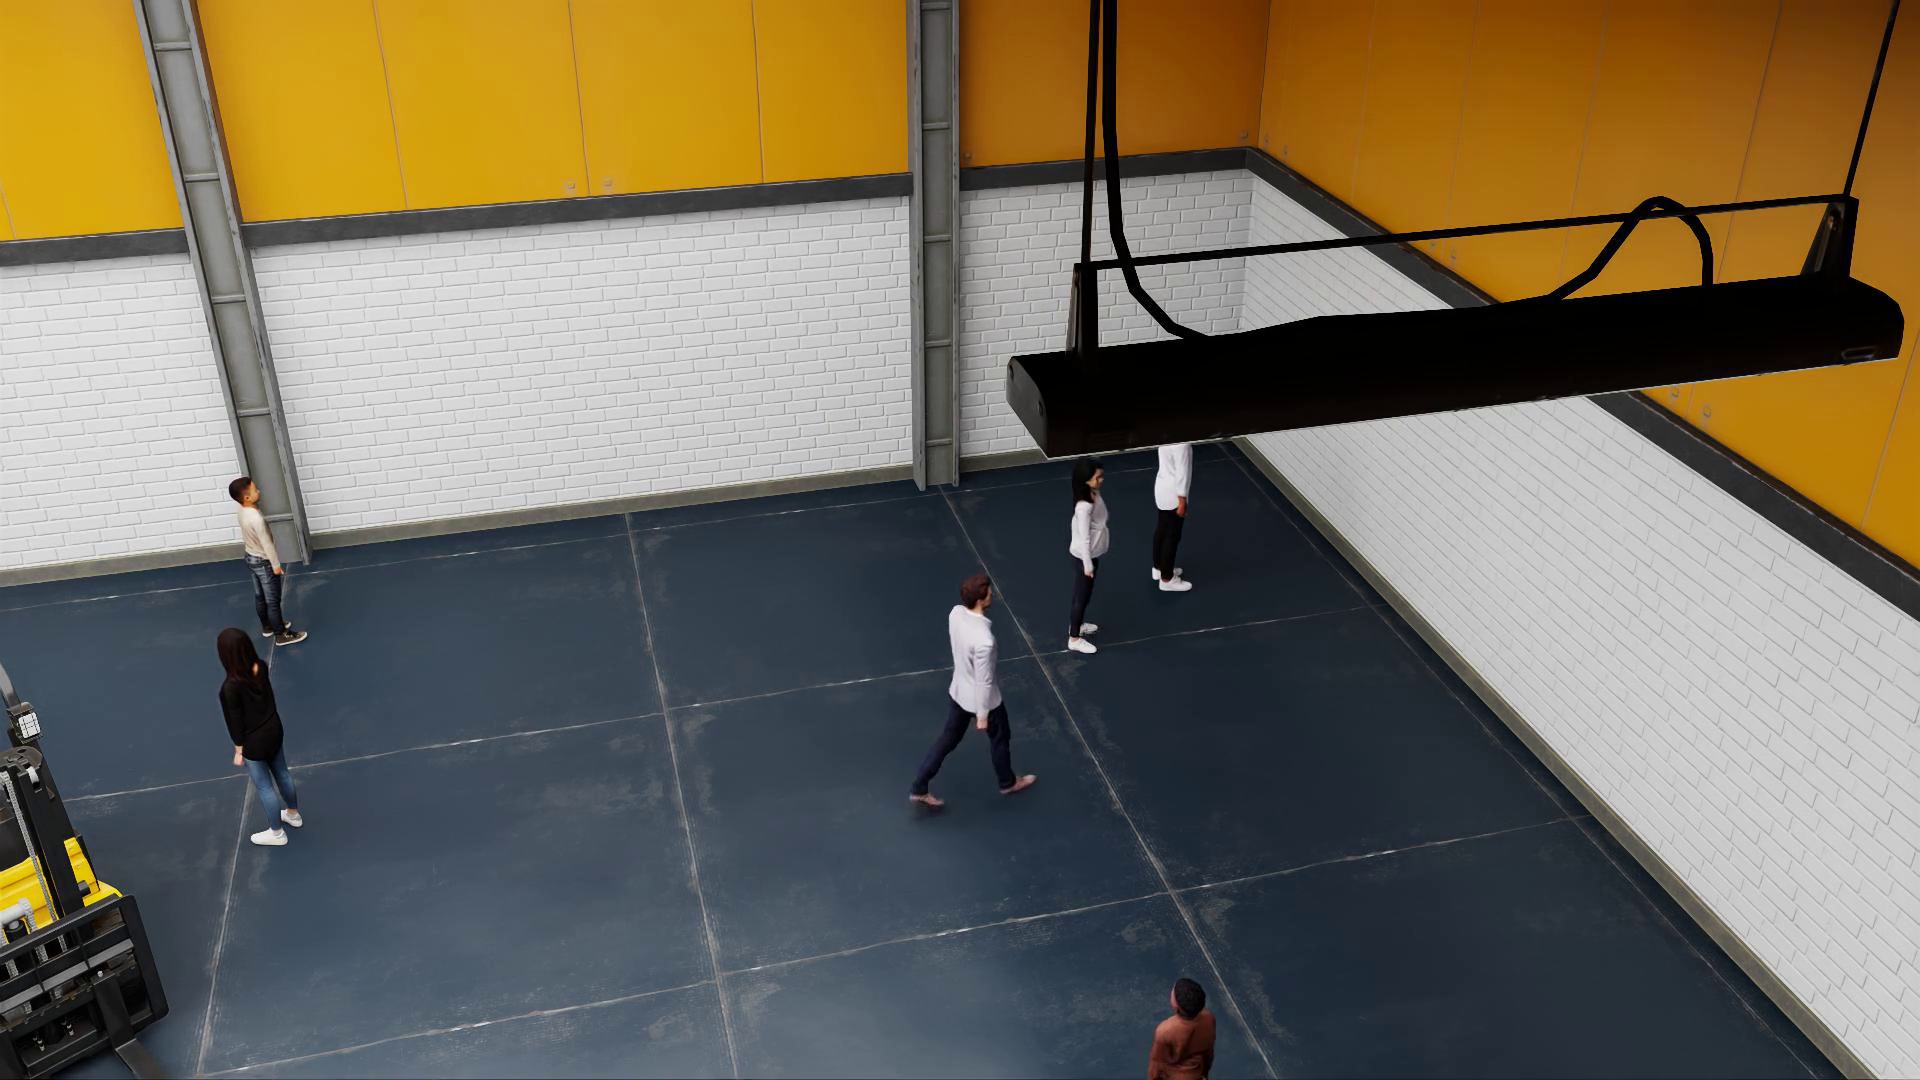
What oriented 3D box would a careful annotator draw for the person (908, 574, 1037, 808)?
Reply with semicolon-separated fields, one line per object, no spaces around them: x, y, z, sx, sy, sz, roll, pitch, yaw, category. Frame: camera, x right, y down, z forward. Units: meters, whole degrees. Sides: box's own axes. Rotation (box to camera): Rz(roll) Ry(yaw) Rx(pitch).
0.014;1.079;11.358;1.276;1.819;0.896;-15;32;-25;person

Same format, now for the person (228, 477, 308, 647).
-5.633;0.162;13.408;0.647;1.465;0.623;-25;37;-38;person

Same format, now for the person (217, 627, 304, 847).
-4.696;1.301;11.130;0.660;1.647;0.648;7;29;12;person

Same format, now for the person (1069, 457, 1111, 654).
1.008;0.088;13.298;0.706;1.700;0.733;3;29;6;person

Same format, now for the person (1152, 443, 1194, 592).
1.808;-0.433;14.138;0.590;1.809;0.644;-4;29;-7;person

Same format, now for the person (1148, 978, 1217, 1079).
1.191;2.838;8.732;0.554;1.245;0.645;-16;32;-27;person
